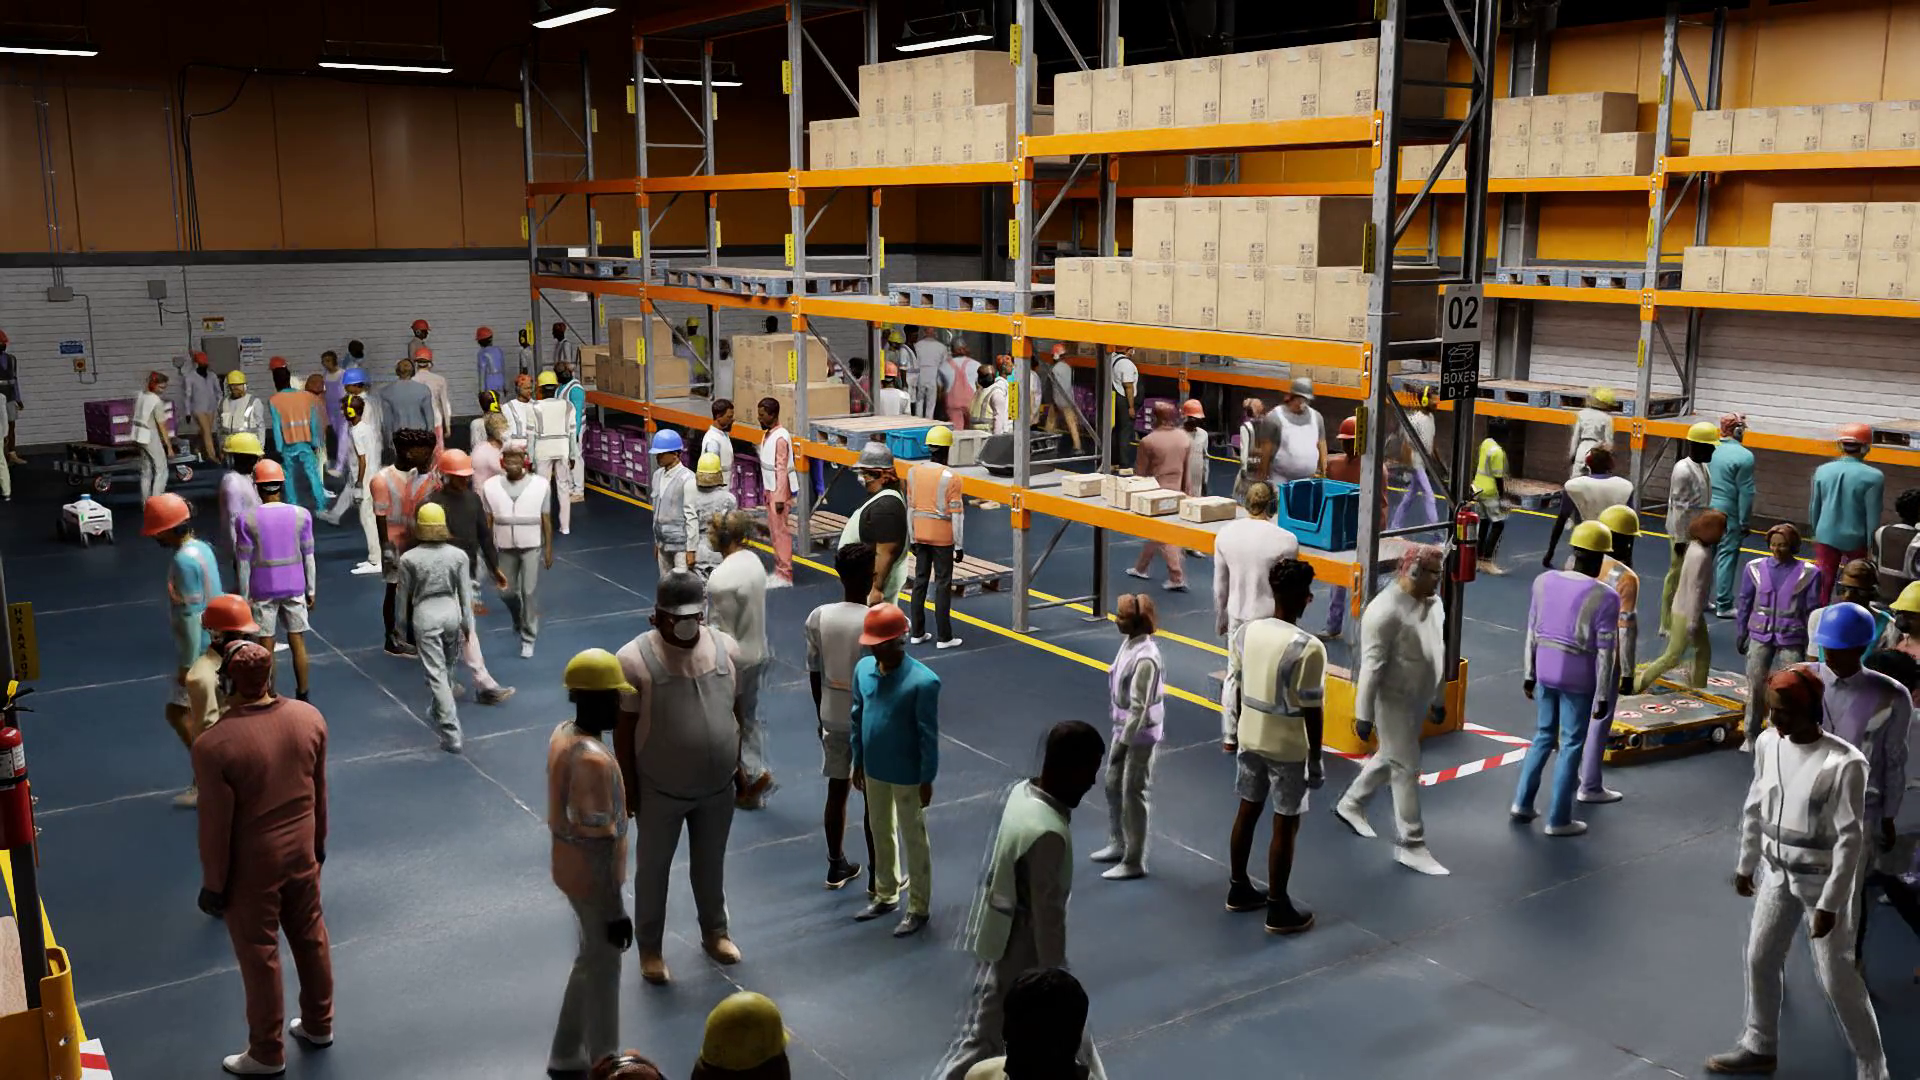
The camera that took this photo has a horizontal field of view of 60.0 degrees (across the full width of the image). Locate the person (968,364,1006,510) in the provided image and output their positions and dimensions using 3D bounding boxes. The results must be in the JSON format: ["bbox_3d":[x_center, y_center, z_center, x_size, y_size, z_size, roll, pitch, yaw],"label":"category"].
[{"bbox_3d":[0.333,-1.312,21.081,0.429,1.845,0.621,-5,12,-23],"label":"person"}]

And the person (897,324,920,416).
[{"bbox_3d":[-0.834,-2.566,27.211,0.374,1.958,0.599,3,11,15],"label":"person"}]

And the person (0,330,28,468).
[{"bbox_3d":[-14.101,-2.086,24.512,0.368,2.048,0.608,4,12,18],"label":"person"}]

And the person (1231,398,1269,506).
[{"bbox_3d":[3.336,-0.845,19.292,0.536,1.593,0.835,-9,14,-38],"label":"person"}]

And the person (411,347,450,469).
[{"bbox_3d":[-7.016,-1.532,21.843,0.627,1.985,0.409,-3,11,-14],"label":"person"}]

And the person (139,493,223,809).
[{"bbox_3d":[-4.810,0.689,10.457,0.559,2.001,0.724,-3,11,-15],"label":"person"}]

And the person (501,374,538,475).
[{"bbox_3d":[-5.049,-0.989,19.333,0.352,1.880,0.577,8,14,37],"label":"person"}]

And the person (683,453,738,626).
[{"bbox_3d":[-2.076,0.136,13.915,0.484,1.745,0.297,0,11,1],"label":"person"}]

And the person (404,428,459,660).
[{"bbox_3d":[-4.408,0.049,13.790,0.606,1.966,0.367,10,15,41],"label":"person"}]

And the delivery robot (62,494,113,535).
[{"bbox_3d":[-9.894,-0.278,18.849,0.477,0.478,0.707,-10,15,-42],"label":"delivery robot"}]

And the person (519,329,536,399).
[{"bbox_3d":[-7.013,-2.494,27.060,0.309,1.868,0.534,3,11,14],"label":"person"}]

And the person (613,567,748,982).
[{"bbox_3d":[-1.323,1.124,8.099,0.686,2.000,0.535,-7,13,-31],"label":"person"}]

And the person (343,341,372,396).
[{"bbox_3d":[-9.320,-2.189,25.712,0.431,1.801,0.825,-5,12,-22],"label":"person"}]

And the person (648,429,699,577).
[{"bbox_3d":[-2.396,0.029,13.975,0.414,1.939,0.605,-10,15,-42],"label":"person"}]

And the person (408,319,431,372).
[{"bbox_3d":[-8.985,-2.687,27.755,0.405,1.986,0.612,0,11,1],"label":"person"}]

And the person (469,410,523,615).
[{"bbox_3d":[-4.311,-0.247,15.455,0.536,1.945,0.646,4,12,18],"label":"person"}]

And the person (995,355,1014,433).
[{"bbox_3d":[0.560,-1.490,21.883,0.353,1.883,0.574,-1,11,-5],"label":"person"}]

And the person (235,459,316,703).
[{"bbox_3d":[-5.053,0.362,12.308,0.548,1.925,0.392,-8,14,-35],"label":"person"}]

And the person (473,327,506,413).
[{"bbox_3d":[-7.586,-2.484,26.914,0.461,1.914,0.596,4,12,20],"label":"person"}]

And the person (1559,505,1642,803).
[{"bbox_3d":[4.048,0.719,10.509,0.399,1.911,0.596,-4,12,-21],"label":"person"}]

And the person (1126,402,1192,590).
[{"bbox_3d":[1.990,-0.451,16.648,0.659,1.860,0.980,-8,14,-36],"label":"person"}]

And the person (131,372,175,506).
[{"bbox_3d":[-9.963,-1.169,20.453,0.708,1.806,0.402,9,14,38],"label":"person"}]

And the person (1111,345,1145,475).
[{"bbox_3d":[2.391,-1.975,23.960,0.535,2.000,0.682,-3,11,-16],"label":"person"}]

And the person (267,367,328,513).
[{"bbox_3d":[-8.056,-1.166,20.269,0.711,1.883,0.612,9,14,38],"label":"person"}]

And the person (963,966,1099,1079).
[{"bbox_3d":[0.238,1.953,4.172,0.597,1.916,0.370,8,14,37],"label":"person"}]

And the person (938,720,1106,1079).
[{"bbox_3d":[0.291,1.572,6.349,1.050,1.851,0.670,0,11,-1],"label":"person"}]

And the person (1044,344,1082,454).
[{"bbox_3d":[1.547,-2.201,25.975,0.899,1.703,0.583,8,13,35],"label":"person"}]

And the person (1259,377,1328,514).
[{"bbox_3d":[3.556,-0.738,17.629,0.707,2.000,0.650,-3,11,-16],"label":"person"}]

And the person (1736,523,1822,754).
[{"bbox_3d":[5.596,0.687,11.396,0.524,1.629,0.313,9,14,39],"label":"person"}]

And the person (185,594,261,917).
[{"bbox_3d":[-3.830,1.137,8.805,0.356,1.742,0.574,0,11,1],"label":"person"}]

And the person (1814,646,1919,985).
[{"bbox_3d":[4.438,1.344,7.919,0.540,1.679,0.523,-3,12,-17],"label":"person"}]

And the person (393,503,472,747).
[{"bbox_3d":[-3.710,0.582,11.752,0.503,1.689,0.907,-8,14,-36],"label":"person"}]

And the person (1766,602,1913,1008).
[{"bbox_3d":[4.079,1.230,7.807,0.605,1.943,0.402,7,13,33],"label":"person"}]

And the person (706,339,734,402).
[{"bbox_3d":[-3.581,-2.157,25.447,0.517,1.819,0.652,-10,15,-42],"label":"person"}]

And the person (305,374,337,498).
[{"bbox_3d":[-8.436,-1.372,21.920,0.285,1.633,0.497,-5,12,-25],"label":"person"}]

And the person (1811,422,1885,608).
[{"bbox_3d":[7.562,-0.013,14.099,0.783,1.962,0.640,-7,13,-31],"label":"person"}]

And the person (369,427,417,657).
[{"bbox_3d":[-4.665,0.016,14.034,0.413,1.946,0.600,6,13,29],"label":"person"}]

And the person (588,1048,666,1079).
[{"bbox_3d":[-0.774,2.107,4.190,0.516,1.602,0.757,-4,12,-21],"label":"person"}]

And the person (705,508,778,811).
[{"bbox_3d":[-1.394,0.756,10.276,0.458,1.928,0.631,3,12,17],"label":"person"}]

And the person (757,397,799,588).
[{"bbox_3d":[-1.829,-0.478,16.647,0.405,1.909,0.597,-4,12,-18],"label":"person"}]

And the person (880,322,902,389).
[{"bbox_3d":[-1.309,-3.118,30.364,0.403,1.826,0.593,-11,15,-43],"label":"person"}]

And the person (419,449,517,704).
[{"bbox_3d":[-3.744,0.275,12.682,0.963,1.945,0.611,4,12,19],"label":"person"}]

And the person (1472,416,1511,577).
[{"bbox_3d":[5.491,-0.464,17.209,0.323,1.665,0.564,-1,11,-3],"label":"person"}]

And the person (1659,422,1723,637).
[{"bbox_3d":[6.415,-0.083,14.595,0.397,1.920,0.587,10,15,40],"label":"person"}]

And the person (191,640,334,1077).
[{"bbox_3d":[-3.026,1.367,7.198,0.399,1.909,0.642,6,12,28],"label":"person"}]

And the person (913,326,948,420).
[{"bbox_3d":[-0.529,-2.655,27.873,0.673,1.869,0.537,1,11,5],"label":"person"}]

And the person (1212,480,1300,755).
[{"bbox_3d":[2.015,0.557,11.321,0.665,1.925,0.381,9,14,39],"label":"person"}]
